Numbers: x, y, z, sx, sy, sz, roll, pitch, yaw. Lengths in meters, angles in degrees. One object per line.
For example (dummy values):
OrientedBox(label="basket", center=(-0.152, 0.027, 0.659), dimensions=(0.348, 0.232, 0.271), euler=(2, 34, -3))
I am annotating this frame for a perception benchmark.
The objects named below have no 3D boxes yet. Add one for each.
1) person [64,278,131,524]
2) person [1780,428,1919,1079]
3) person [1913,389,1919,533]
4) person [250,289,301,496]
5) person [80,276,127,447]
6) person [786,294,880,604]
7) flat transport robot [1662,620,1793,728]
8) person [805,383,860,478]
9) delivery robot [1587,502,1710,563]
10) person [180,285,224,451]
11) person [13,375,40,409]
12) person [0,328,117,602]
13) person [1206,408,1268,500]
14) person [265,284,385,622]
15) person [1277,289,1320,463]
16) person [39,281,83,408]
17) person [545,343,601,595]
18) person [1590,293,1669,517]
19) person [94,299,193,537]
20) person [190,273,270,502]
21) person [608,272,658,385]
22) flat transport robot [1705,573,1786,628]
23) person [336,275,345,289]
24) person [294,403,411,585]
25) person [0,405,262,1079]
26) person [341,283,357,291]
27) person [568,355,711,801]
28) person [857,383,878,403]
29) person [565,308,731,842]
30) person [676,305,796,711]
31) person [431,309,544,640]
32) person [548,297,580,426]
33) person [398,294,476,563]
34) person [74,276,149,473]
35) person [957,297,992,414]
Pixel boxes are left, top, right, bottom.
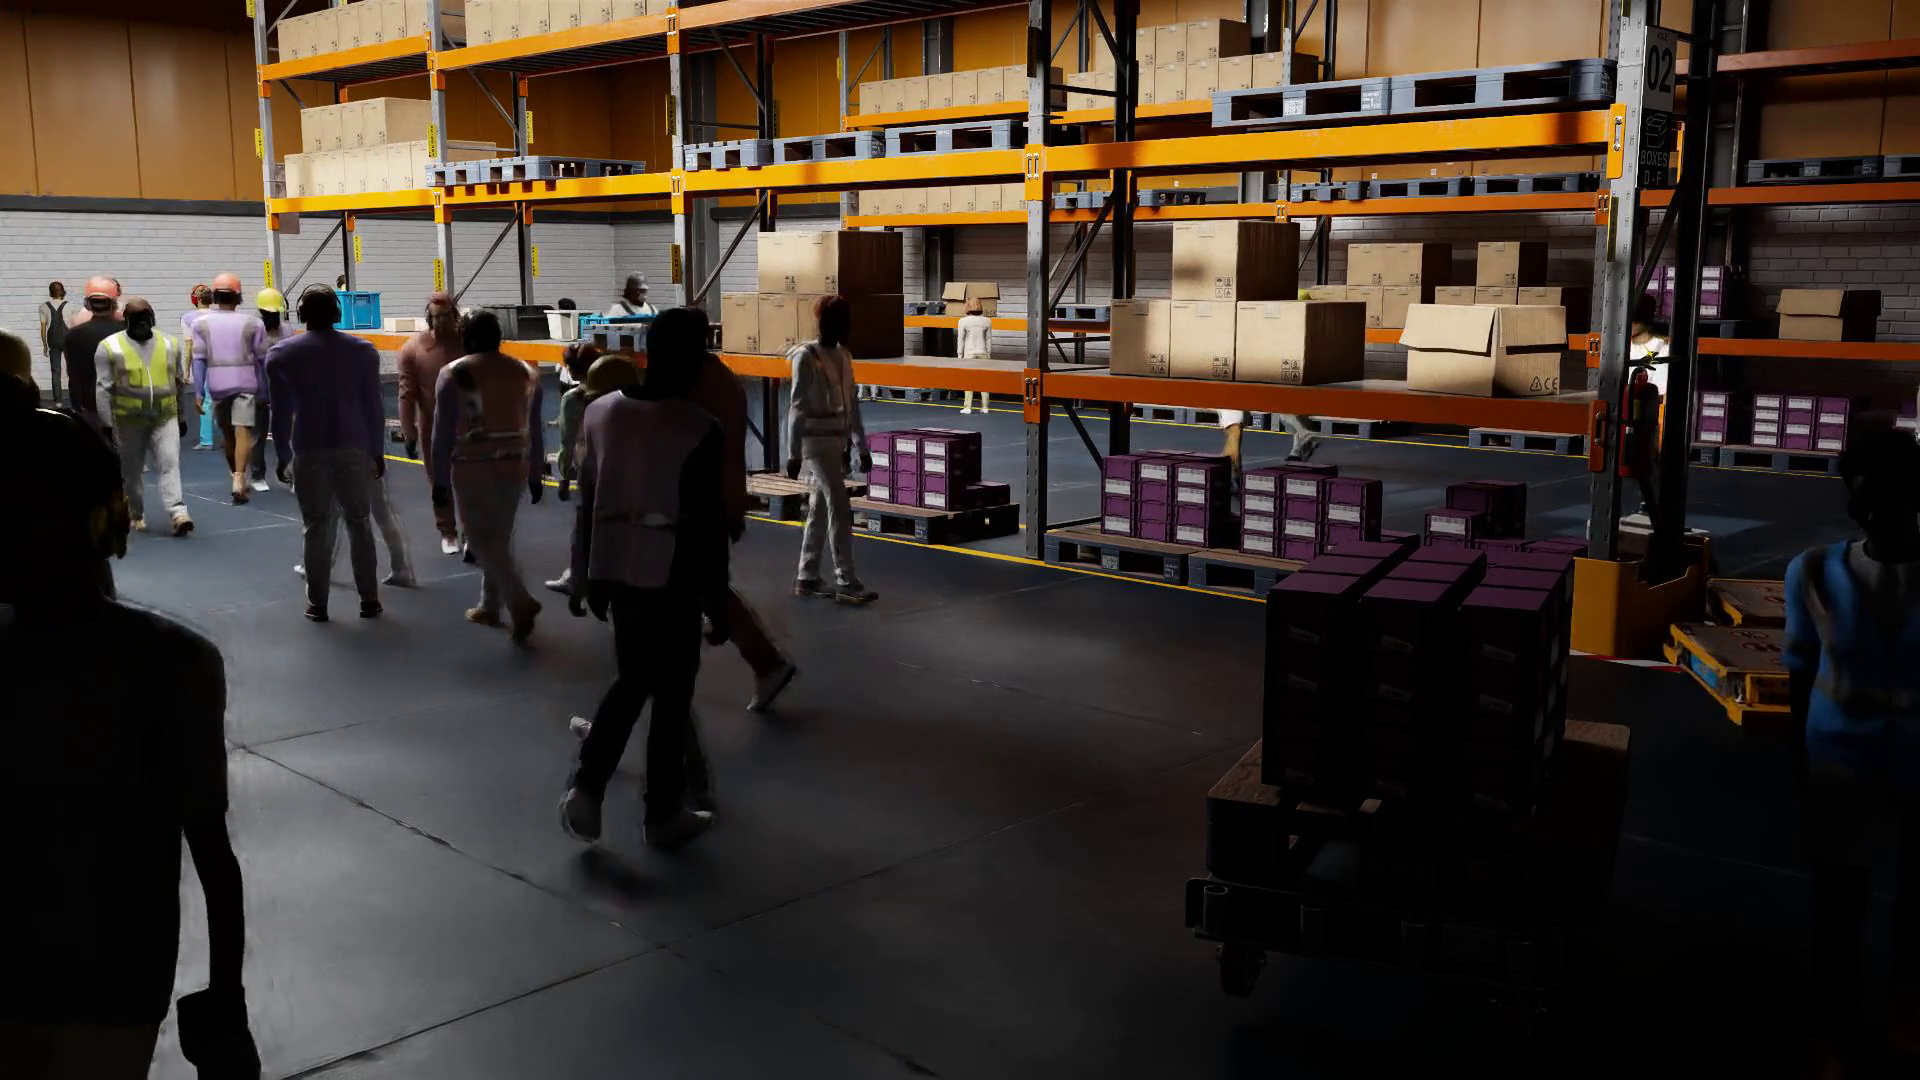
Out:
OrientedBox(label="person", center=(-6.776, -1.107, 13.264), dimensions=(0.593, 1.964, 0.930), euler=(-4, 10, -21))
OrientedBox(label="person", center=(2.233, 0.556, 3.994), dimensions=(0.543, 1.631, 0.894), euler=(6, 11, 31))
OrientedBox(label="person", center=(4.048, -0.009, 6.507), dimensions=(0.612, 1.984, 0.735), euler=(3, 10, 18))
OrientedBox(label="person", center=(-6.181, -1.316, 14.897), dimensions=(0.606, 1.852, 0.955), euler=(-8, 12, -41))
OrientedBox(label="person", center=(-9.502, -1.987, 18.704), dimensions=(0.635, 1.937, 0.355), euler=(-4, 10, -21))
OrientedBox(label="person", center=(-0.708, -0.541, 10.058), dimensions=(0.786, 1.860, 0.601), euler=(4, 10, 25))
OrientedBox(label="flat transport robot", center=(3.829, 0.617, 7.840), dimensions=(0.652, 0.197, 1.431), euler=(2, 9, 10))
OrientedBox(label="person", center=(-1.252, -1.575, 16.100), dimensions=(0.613, 1.962, 0.367), euler=(4, 10, 21))
OrientedBox(label="delivery robot", center=(4.301, 0.005, 10.425), dimensions=(0.477, 0.478, 0.707), euler=(-6, 11, -33))
OrientedBox(label="person", center=(-8.353, -1.906, 18.492), dimensions=(0.390, 1.847, 0.563), euler=(6, 11, 34))
OrientedBox(label="person", center=(-3.860, 0.099, 6.883), dimensions=(0.536, 1.616, 0.570), euler=(-9, 13, -43))
OrientedBox(label="person", center=(-2.910, 0.285, 5.079), dimensions=(0.627, 1.853, 1.068), euler=(-8, 12, -42))
OrientedBox(label="person", center=(2.501, -1.293, 14.585), dimensions=(0.554, 1.897, 0.886), euler=(-5, 10, -28))
OrientedBox(label="person", center=(-3.628, -0.494, 9.571), dimensions=(0.627, 1.934, 0.370), euler=(-4, 10, -22))
OrientedBox(label="person", center=(3.529, -1.663, 17.091), dimensions=(0.594, 1.821, 0.542), euler=(-6, 11, -34))
OrientedBox(label="person", center=(-13.012, -2.814, 24.084), dimensions=(0.506, 1.839, 0.350), euler=(-3, 10, -18))
OrientedBox(label="person", center=(-2.160, -0.395, 10.035), dimensions=(0.918, 1.582, 0.533), euler=(4, 10, 23))
OrientedBox(label="person", center=(4.338, -0.645, 10.694), dimensions=(0.472, 1.867, 0.605), euler=(-3, 10, -19))
OrientedBox(label="person", center=(-6.148, -0.913, 12.566), dimensions=(0.664, 1.788, 0.947), euler=(-7, 12, -38))
OrientedBox(label="person", center=(-6.375, -1.339, 14.579), dimensions=(0.627, 2.002, 1.048), euler=(-2, 10, -15))
OrientedBox(label="person", center=(-3.647, -2.094, 19.050), dimensions=(1.023, 2.000, 0.695), euler=(6, 11, 32))
OrientedBox(label="flat transport robot", center=(4.500, 0.405, 9.139), dimensions=(0.652, 0.197, 1.431), euler=(2, 9, 12))
OrientedBox(label="person", center=(-10.075, -3.403, 27.397), dimensions=(0.379, 1.937, 0.629), euler=(6, 11, 31))
OrientedBox(label="person", center=(-3.890, -0.492, 10.625), dimensions=(0.884, 1.582, 0.507), euler=(5, 11, 29))
OrientedBox(label="person", center=(-1.350, 0.705, 2.524), dimensions=(0.522, 1.840, 0.837), euler=(2, 10, 14))
OrientedBox(label="person", center=(-9.067, -2.923, 24.769), dimensions=(0.591, 1.833, 0.404), euler=(2, 10, 13))
OrientedBox(label="person", center=(-1.297, 0.137, 6.421), dimensions=(0.919, 1.681, 0.498), euler=(7, 11, 36))
OrientedBox(label="person", center=(-1.469, -2.964, 25.225), dimensions=(0.523, 1.769, 0.315), euler=(-4, 10, -25))
OrientedBox(label="person", center=(-1.069, 0.149, 5.742), dimensions=(0.613, 1.895, 0.496), euler=(6, 11, 32))
OrientedBox(label="person", center=(-1.170, -0.159, 7.749), dimensions=(0.899, 1.869, 0.647), euler=(3, 10, 19))
OrientedBox(label="person", center=(-2.552, -0.360, 9.147), dimensions=(0.845, 1.810, 0.630), euler=(9, 13, 42))
OrientedBox(label="person", center=(-4.892, -2.273, 21.303), dimensions=(0.785, 1.664, 0.531), euler=(0, 9, -3))
OrientedBox(label="person", center=(-3.529, -0.765, 11.504), dimensions=(0.662, 1.842, 1.015), euler=(-3, 10, -19))
OrientedBox(label="person", center=(-8.538, -1.649, 16.583), dimensions=(0.958, 1.964, 0.623), euler=(6, 11, 32))
OrientedBox(label="person", center=(0.206, -2.577, 23.296), dimensions=(0.497, 1.625, 0.287), euler=(-3, 10, -18))
